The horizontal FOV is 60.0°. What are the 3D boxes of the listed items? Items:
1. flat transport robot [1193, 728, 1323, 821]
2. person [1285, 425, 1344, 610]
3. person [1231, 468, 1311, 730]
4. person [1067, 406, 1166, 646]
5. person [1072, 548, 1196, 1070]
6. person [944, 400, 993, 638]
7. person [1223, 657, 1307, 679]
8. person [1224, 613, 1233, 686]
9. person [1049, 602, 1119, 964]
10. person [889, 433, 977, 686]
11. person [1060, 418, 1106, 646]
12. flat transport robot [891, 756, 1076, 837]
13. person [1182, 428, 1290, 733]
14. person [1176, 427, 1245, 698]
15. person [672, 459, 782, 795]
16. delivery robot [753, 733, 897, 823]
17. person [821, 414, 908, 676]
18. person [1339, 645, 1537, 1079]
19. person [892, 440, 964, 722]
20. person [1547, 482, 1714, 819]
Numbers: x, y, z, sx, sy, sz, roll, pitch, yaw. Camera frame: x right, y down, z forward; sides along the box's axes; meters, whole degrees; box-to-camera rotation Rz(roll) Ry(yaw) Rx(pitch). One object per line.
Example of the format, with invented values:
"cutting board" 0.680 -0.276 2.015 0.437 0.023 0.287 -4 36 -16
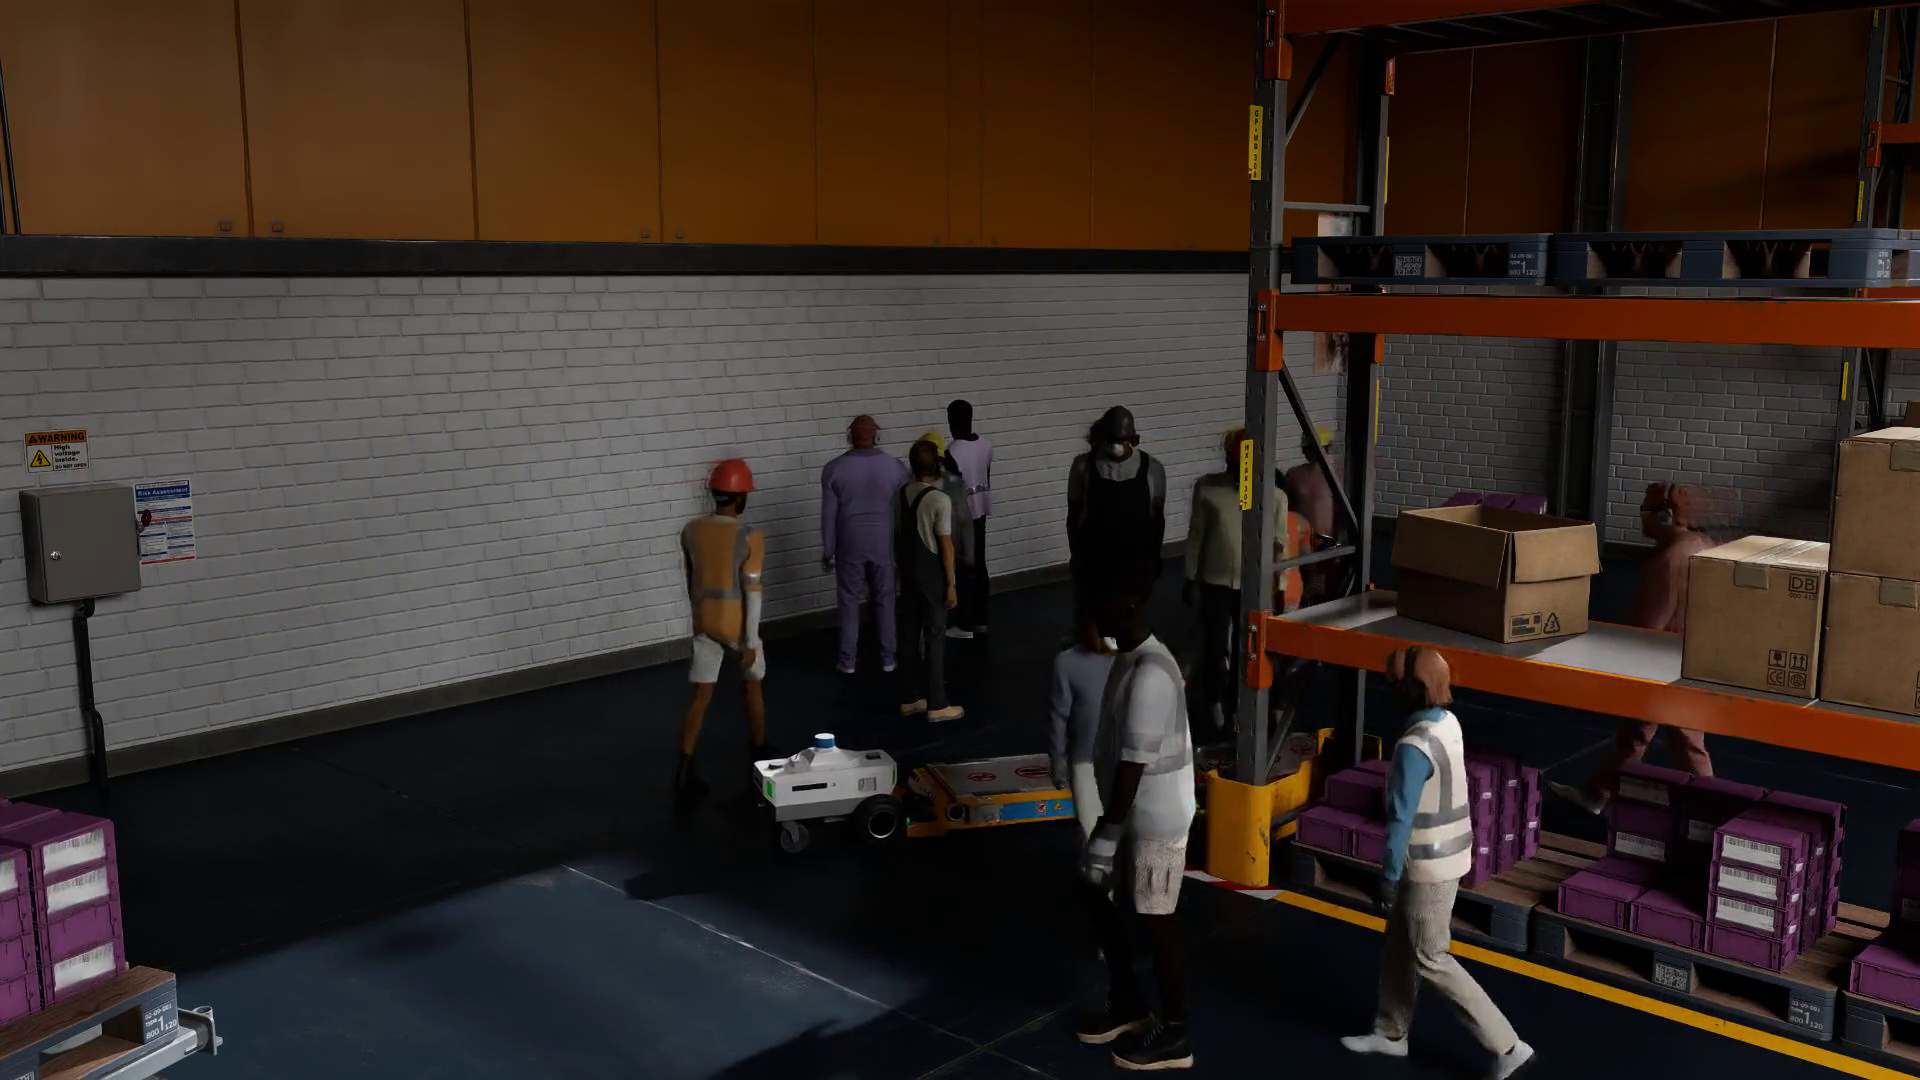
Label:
"flat transport robot" 1.752 1.301 9.349 1.431 0.197 0.652 -5 10 -27
"person" 2.827 -0.045 13.116 0.526 1.750 0.682 6 11 33
"person" 1.983 0.365 10.763 0.559 1.666 0.581 -4 10 -25
"person" 1.080 0.074 11.460 0.688 2.000 0.536 0 9 1
"person" 0.612 0.995 6.096 0.579 1.940 0.626 -1 9 -4
"person" 0.050 -0.166 13.320 0.391 1.914 0.587 6 11 32
"person" 2.200 0.209 11.994 0.519 1.604 0.793 -8 12 -41
"person" 1.961 0.118 11.831 0.552 1.837 0.741 -1 9 -3
"person" 0.651 0.985 7.260 0.525 1.578 0.886 -1 9 -7
"person" -0.199 0.113 12.004 0.598 1.790 0.931 -3 10 -19
"person" 1.068 -0.038 12.787 0.555 1.830 0.464 5 11 30
"flat transport robot" 0.326 1.356 9.007 1.431 0.197 0.652 -3 10 -15
"person" 1.749 0.266 10.497 0.652 1.970 0.467 0 9 1
"person" 1.762 0.187 11.220 0.618 1.896 0.863 8 12 42
"person" -1.346 0.482 9.445 0.541 1.894 0.988 3 10 19
"delivery robot" -0.697 1.241 8.563 0.707 0.478 0.477 -3 10 -19
"person" -0.685 0.037 12.098 0.647 1.906 0.404 -1 9 -9
"person" 1.755 1.175 5.991 0.676 1.612 0.520 4 10 24
"person" -0.218 0.267 10.875 0.508 1.845 0.342 9 13 42
"person" 3.522 0.633 8.579 0.981 1.860 0.676 6 11 32
